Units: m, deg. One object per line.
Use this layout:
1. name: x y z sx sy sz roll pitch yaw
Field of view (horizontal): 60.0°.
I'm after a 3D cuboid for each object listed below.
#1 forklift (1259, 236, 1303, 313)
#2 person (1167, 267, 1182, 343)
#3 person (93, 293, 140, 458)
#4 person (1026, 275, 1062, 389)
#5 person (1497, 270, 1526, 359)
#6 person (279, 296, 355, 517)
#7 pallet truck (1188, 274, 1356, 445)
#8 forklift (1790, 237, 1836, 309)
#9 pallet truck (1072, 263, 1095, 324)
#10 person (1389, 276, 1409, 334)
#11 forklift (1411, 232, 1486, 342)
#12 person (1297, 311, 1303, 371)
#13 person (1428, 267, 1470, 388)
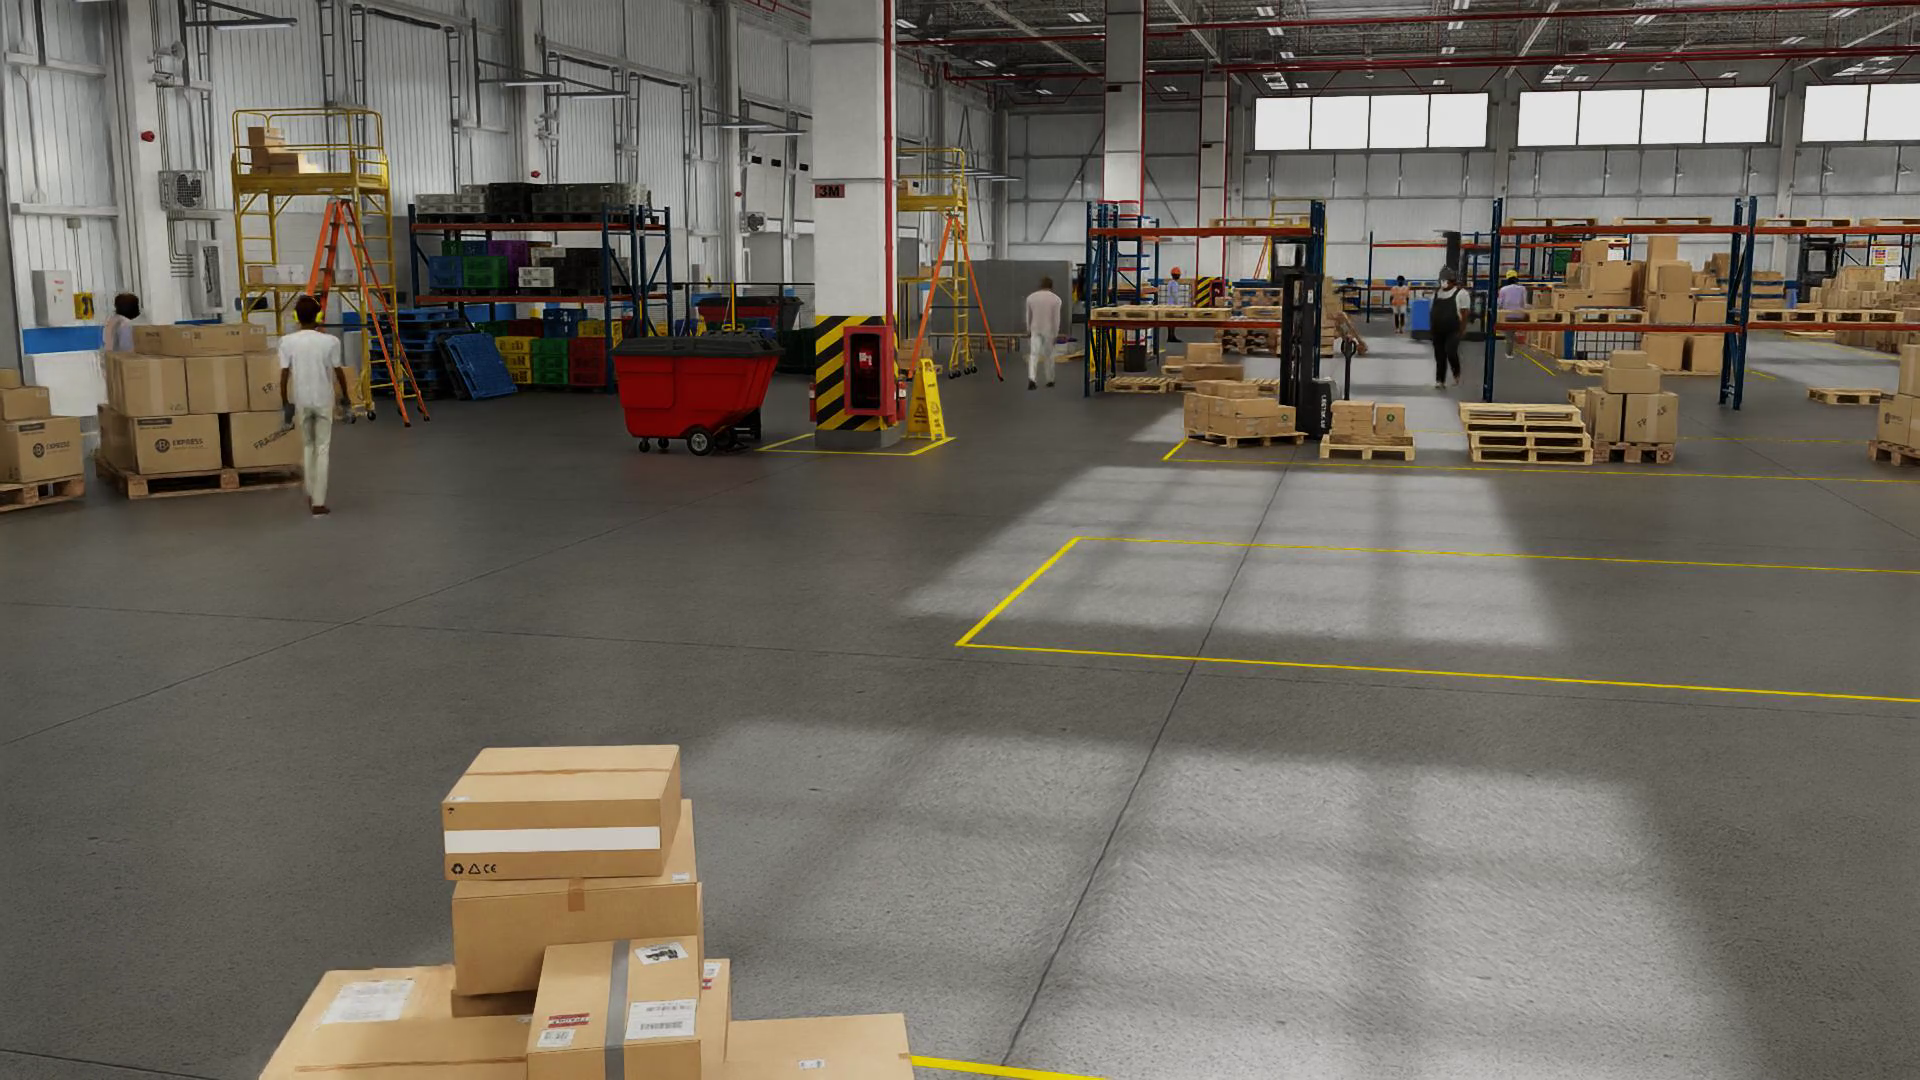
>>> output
1. forklift: 9.645 -7.613 49.231 1.129 2.768 1.873 -1 10 -8
2. person: 5.518 -6.033 42.697 0.357 1.936 0.551 -2 10 -9
3. person: -9.020 -1.782 18.096 0.968 1.791 0.638 -9 13 -44
4. person: 1.370 -3.448 27.668 0.637 1.897 1.032 3 10 15
5. person: 11.819 -4.850 35.828 0.621 1.896 0.811 -1 10 -4
6. person: -5.442 -1.137 14.151 0.522 1.845 0.734 0 10 -2
7. pallet truck: 3.653 -2.138 19.590 1.885 1.965 0.823 -4 10 -20
8. forklift: 27.745 -8.411 53.925 1.129 2.768 1.873 2 10 14
9. pallet truck: 4.325 -8.180 55.162 0.823 1.965 1.885 6 11 31
10. person: 12.609 -6.747 47.747 0.542 1.644 0.886 3 10 19
11. forklift: 12.677 -6.549 42.961 1.873 2.768 1.129 2 10 14
12. person: 6.642 -4.096 31.892 0.322 1.736 0.487 6 11 31
13. person: 8.064 -3.525 27.626 0.696 2.000 0.539 9 13 42
